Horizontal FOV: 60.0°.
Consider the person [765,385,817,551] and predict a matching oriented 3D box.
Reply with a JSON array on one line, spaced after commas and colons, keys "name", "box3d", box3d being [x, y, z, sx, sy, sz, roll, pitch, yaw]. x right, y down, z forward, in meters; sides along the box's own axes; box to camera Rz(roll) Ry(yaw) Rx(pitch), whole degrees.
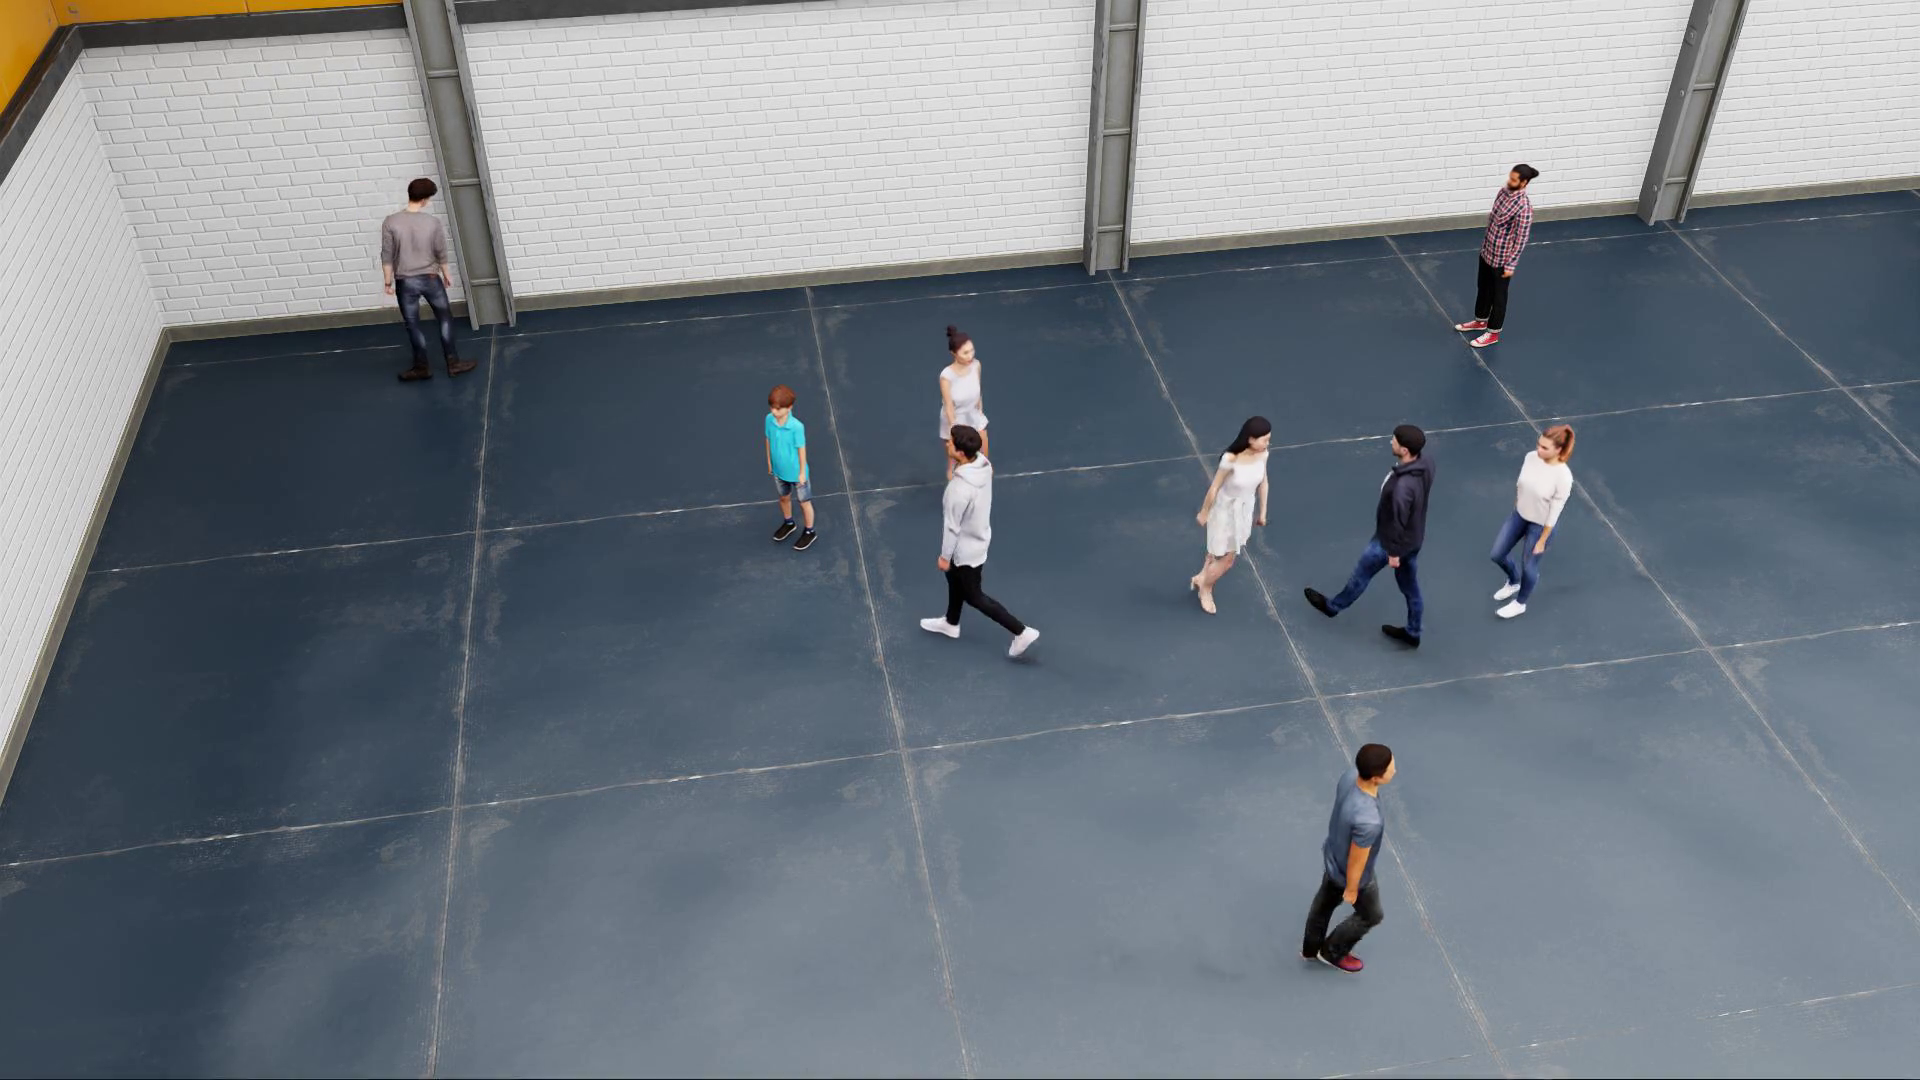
[{"name": "person", "box3d": [-1.304, -0.587, 12.828, 0.578, 1.447, 0.651, 19, 43, 23]}]

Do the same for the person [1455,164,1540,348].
[{"name": "person", "box3d": [4.911, -2.609, 15.108, 0.607, 1.762, 0.696, -9, 39, -11]}]

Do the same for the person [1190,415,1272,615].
[{"name": "person", "box3d": [1.915, -0.189, 12.098, 0.813, 1.737, 0.847, -15, 41, -18]}]

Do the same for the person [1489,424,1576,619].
[{"name": "person", "box3d": [4.223, -0.145, 12.060, 0.717, 1.715, 0.699, -15, 41, -18]}]

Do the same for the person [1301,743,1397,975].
[{"name": "person", "box3d": [2.146, 1.836, 9.511, 0.675, 1.800, 0.722, -1, 39, -1]}]

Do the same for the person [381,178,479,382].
[{"name": "person", "box3d": [-4.787, -2.226, 14.549, 0.620, 1.860, 0.973, -25, 45, -28]}]

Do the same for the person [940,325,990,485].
[{"name": "person", "box3d": [-0.036, -0.960, 13.159, 0.694, 1.616, 0.777, -30, 48, -32]}]

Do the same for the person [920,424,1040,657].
[{"name": "person", "box3d": [0.149, 0.048, 11.668, 1.256, 1.903, 0.985, 9, 39, 11]}]

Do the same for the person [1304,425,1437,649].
[{"name": "person", "box3d": [3.176, 0.018, 11.752, 1.197, 1.844, 1.162, 25, 45, 28]}]
